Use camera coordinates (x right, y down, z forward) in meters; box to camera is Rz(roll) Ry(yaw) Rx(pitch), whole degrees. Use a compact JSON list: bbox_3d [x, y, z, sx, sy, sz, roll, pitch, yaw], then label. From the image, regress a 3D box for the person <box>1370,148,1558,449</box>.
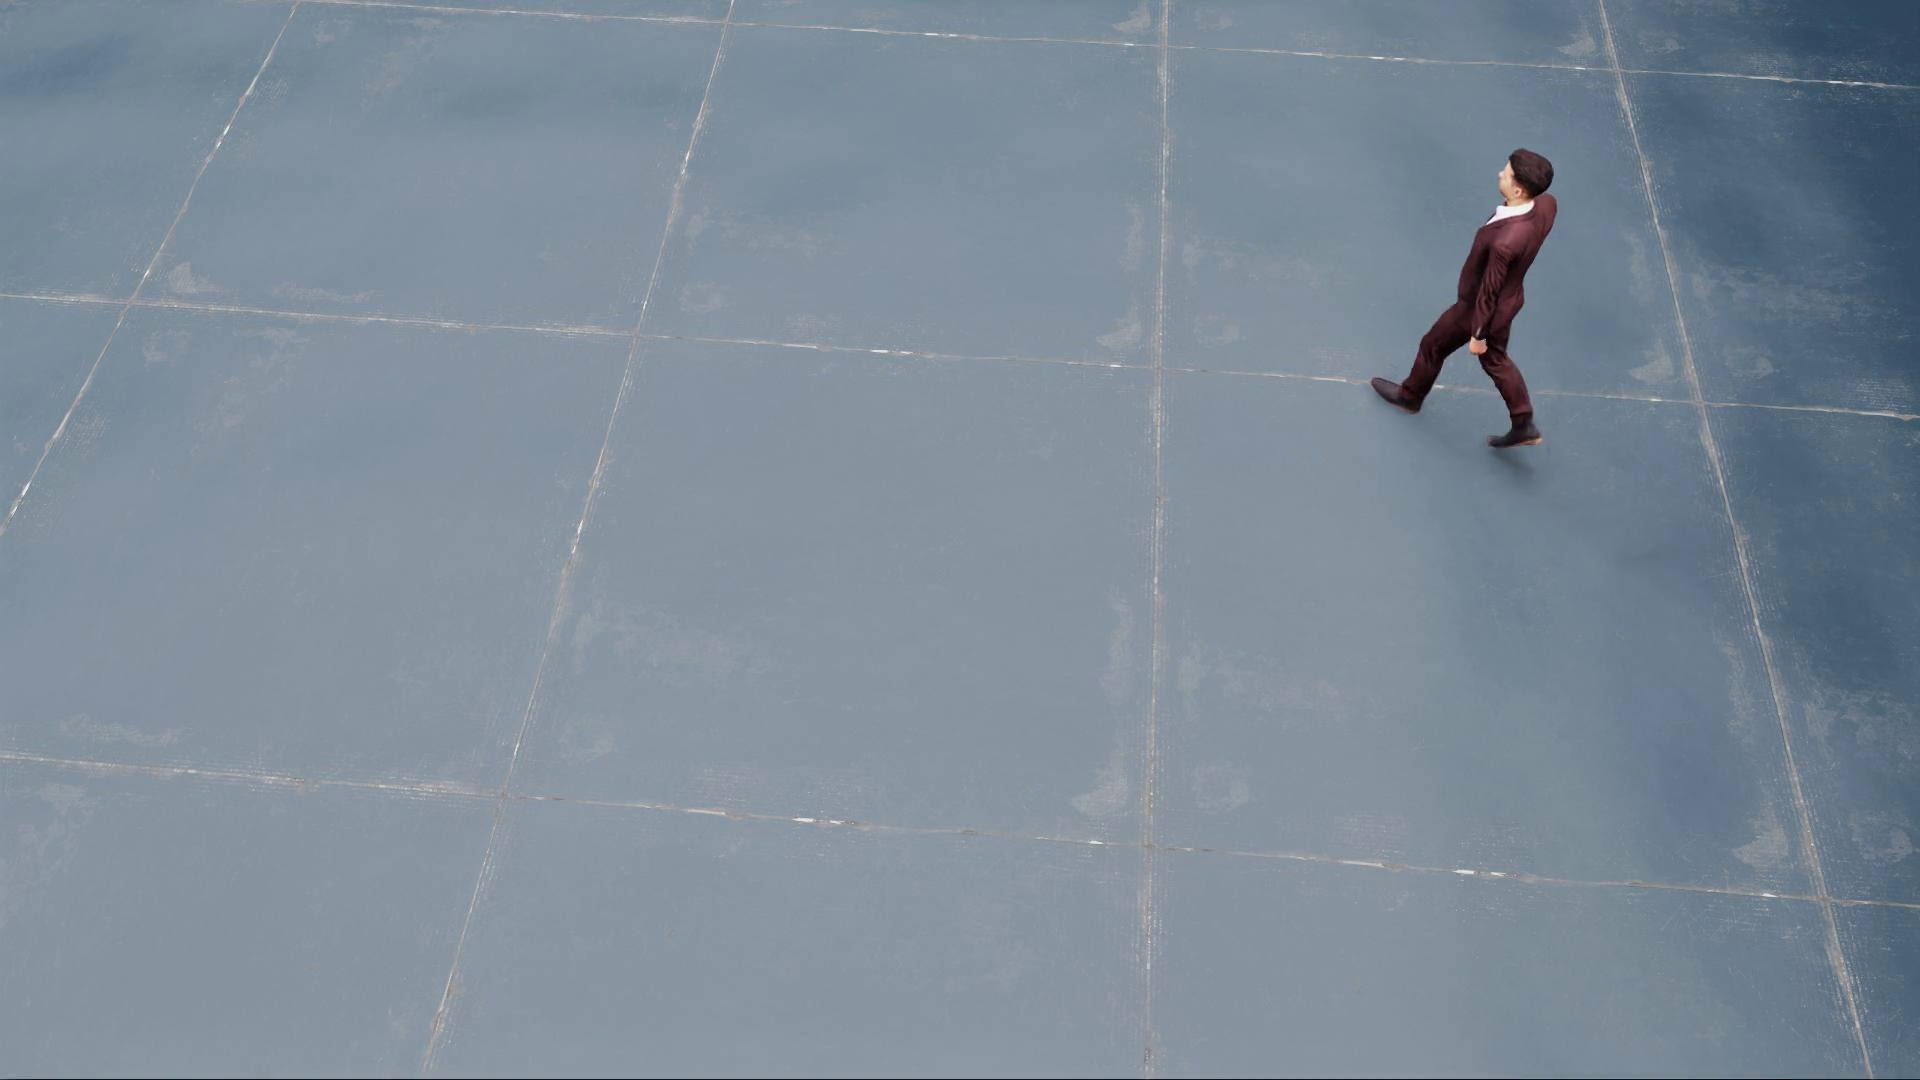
[{"bbox_3d":[2.731,-1.161,8.371,1.288,1.838,1.162,38,61,25],"label":"person"}]
